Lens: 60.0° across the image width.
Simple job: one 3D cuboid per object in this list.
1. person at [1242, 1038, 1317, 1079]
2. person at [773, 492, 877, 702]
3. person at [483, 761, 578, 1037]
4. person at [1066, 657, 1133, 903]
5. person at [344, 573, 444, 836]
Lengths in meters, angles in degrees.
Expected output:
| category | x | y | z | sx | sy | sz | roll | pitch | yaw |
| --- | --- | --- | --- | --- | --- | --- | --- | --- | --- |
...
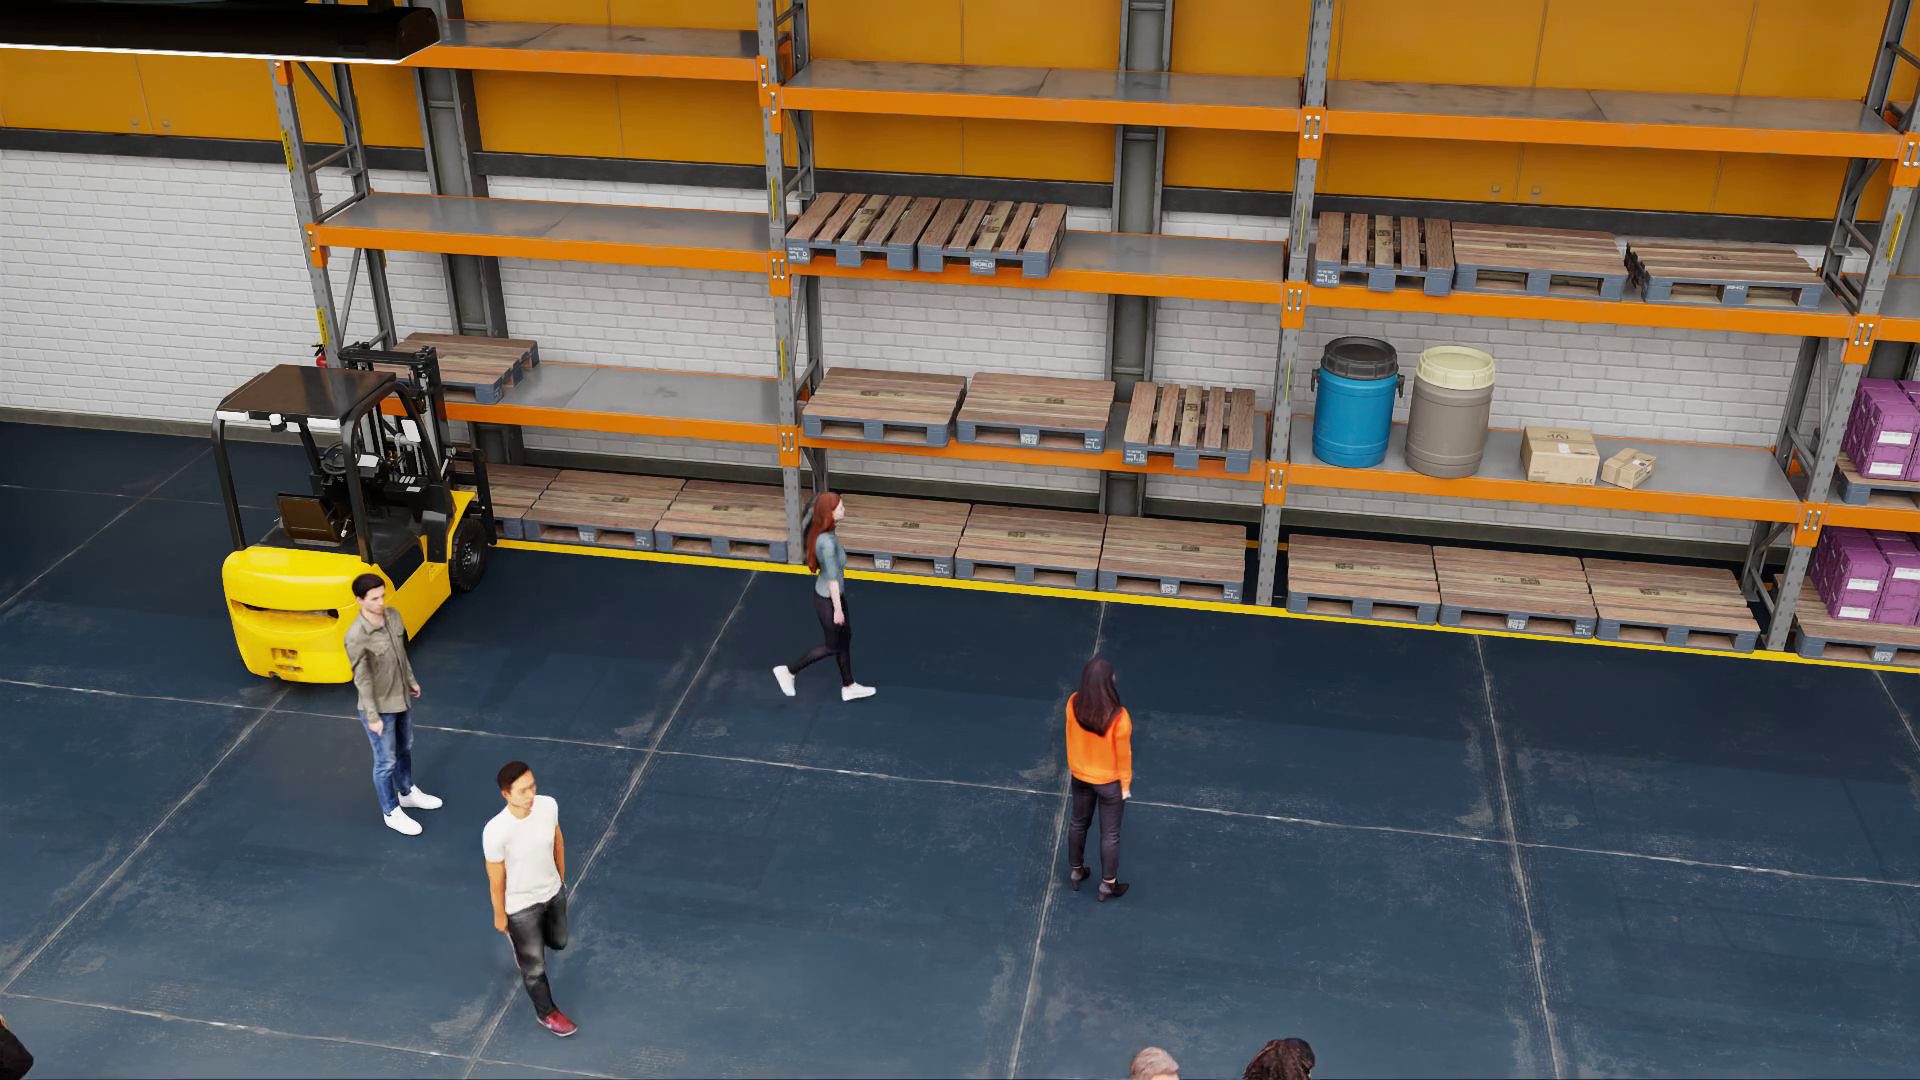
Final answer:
| category | x | y | z | sx | sy | sz | roll | pitch | yaw |
| --- | --- | --- | --- | --- | --- | --- | --- | --- | --- |
| person | 1.377 | 2.963 | 7.648 | 0.828 | 1.613 | 0.770 | -18 | 33 | -29 |
| person | -1.004 | 0.462 | 12.113 | 1.052 | 1.728 | 0.776 | -4 | 29 | -7 |
| person | -2.459 | 1.948 | 9.326 | 1.066 | 1.788 | 0.925 | 22 | 35 | 34 |
| person | 0.850 | 1.467 | 10.250 | 0.656 | 1.748 | 0.768 | 21 | 35 | 34 |
| person | -3.774 | 1.046 | 10.896 | 0.600 | 1.868 | 0.713 | 7 | 29 | 13 |
